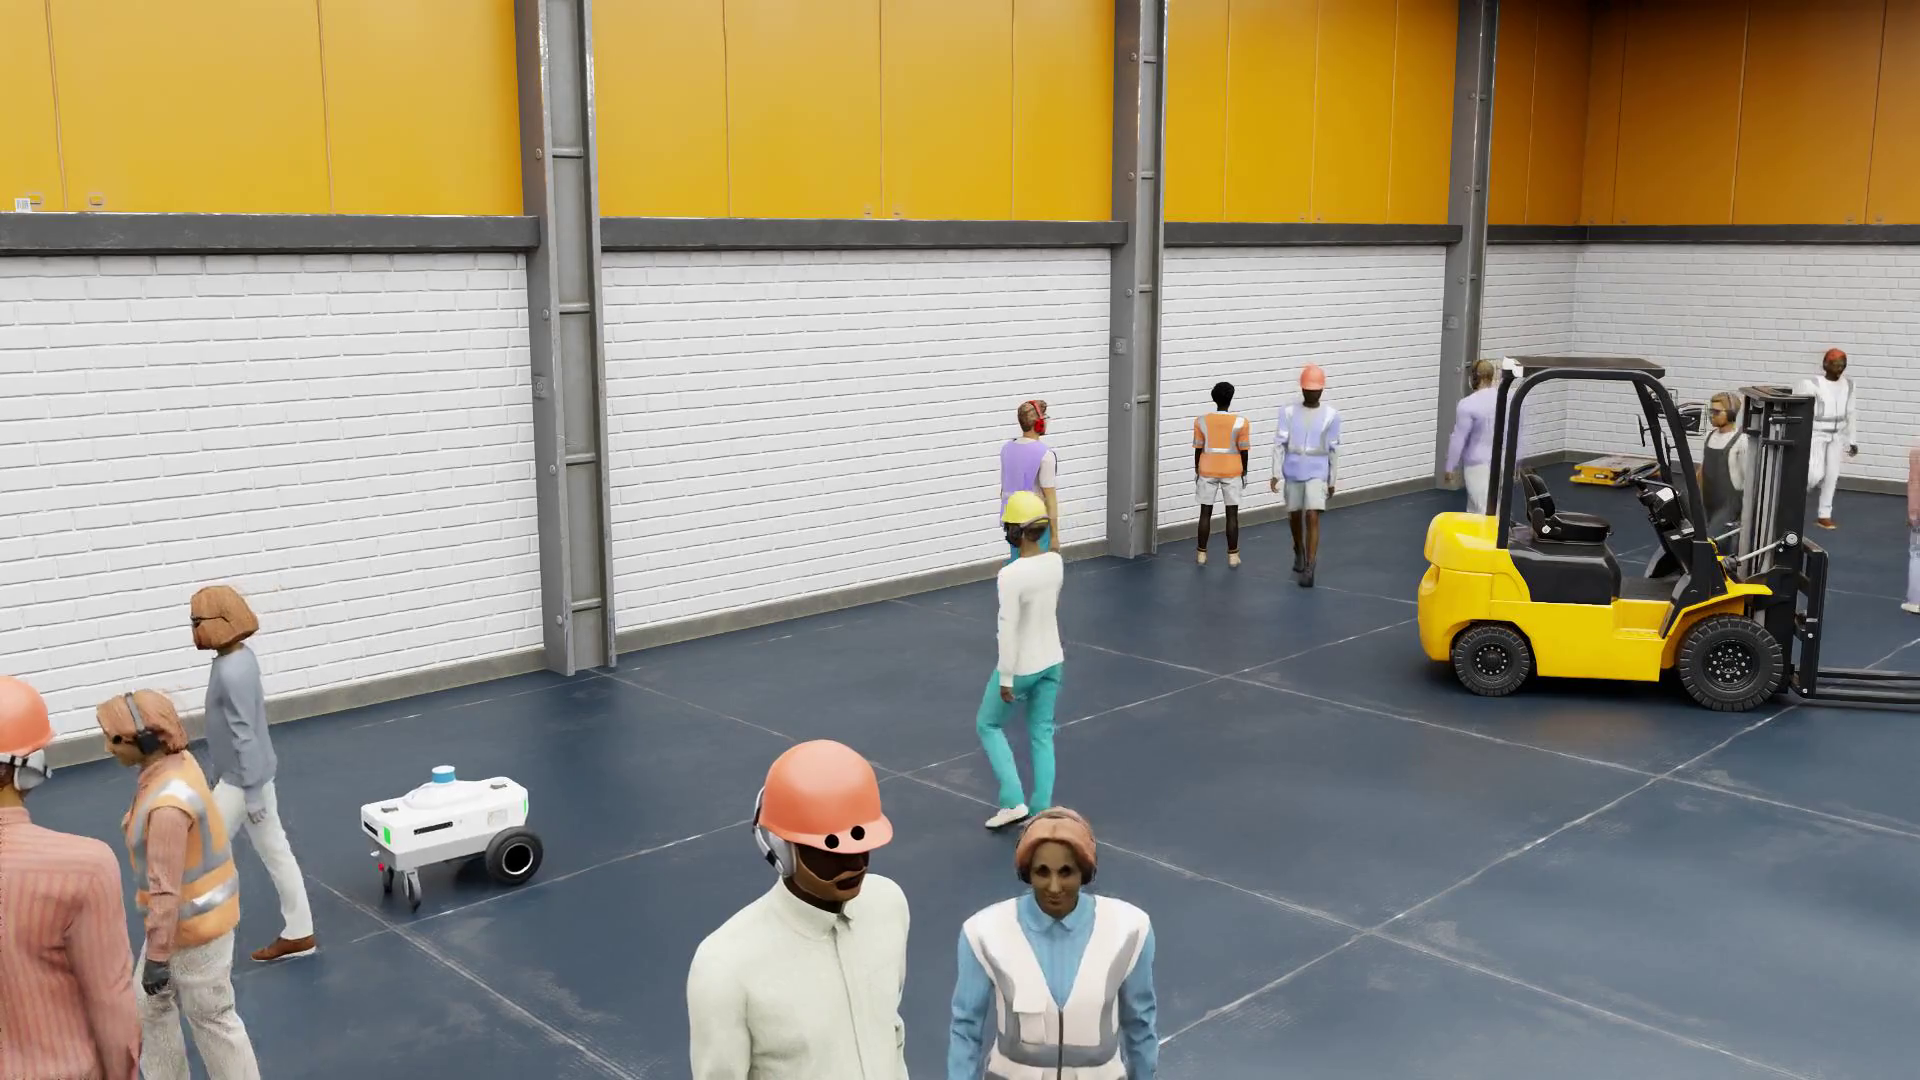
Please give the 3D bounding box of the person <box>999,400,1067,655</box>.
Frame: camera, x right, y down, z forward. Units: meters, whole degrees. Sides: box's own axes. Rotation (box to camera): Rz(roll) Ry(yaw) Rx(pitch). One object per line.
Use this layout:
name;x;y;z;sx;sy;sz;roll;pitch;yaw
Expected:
person;0.495;-0.079;11.893;0.390;1.850;0.564;-8;13;-37

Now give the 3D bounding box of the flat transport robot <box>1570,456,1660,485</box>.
flat transport robot;8.075;-0.853;20.425;0.652;0.197;1.431;9;13;39

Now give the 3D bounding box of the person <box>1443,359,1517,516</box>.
person;4.619;-0.680;15.027;0.657;1.897;0.944;-6;12;-30

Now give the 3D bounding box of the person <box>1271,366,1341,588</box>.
person;3.030;-0.587;14.560;0.555;1.896;0.942;4;11;18

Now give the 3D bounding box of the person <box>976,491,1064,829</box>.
person;0.300;0.620;8.368;0.432;1.751;0.528;10;14;43

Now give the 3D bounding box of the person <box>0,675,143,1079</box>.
person;-2.254;1.300;4.003;0.606;1.990;0.395;1;10;3

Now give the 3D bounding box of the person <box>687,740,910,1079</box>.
person;-0.297;1.381;3.540;0.396;1.992;0.623;8;13;38

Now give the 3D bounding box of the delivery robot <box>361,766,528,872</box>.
delivery robot;-2.382;1.291;7.704;0.707;0.478;0.477;-8;13;-37

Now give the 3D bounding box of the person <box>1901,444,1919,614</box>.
person;7.671;-0.224;12.986;0.527;1.742;0.725;2;11;10

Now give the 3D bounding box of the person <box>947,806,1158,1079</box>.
person;0.235;1.466;4.122;0.535;1.607;0.743;0;10;0

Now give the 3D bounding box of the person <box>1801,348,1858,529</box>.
person;8.881;-1.051;17.143;0.603;1.868;0.491;-2;11;-8

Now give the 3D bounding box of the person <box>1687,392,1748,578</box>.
person;5.744;-0.228;12.783;0.777;1.814;0.523;-2;11;-9

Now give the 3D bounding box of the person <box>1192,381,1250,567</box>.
person;2.379;-0.599;15.178;0.532;1.691;0.321;4;11;19

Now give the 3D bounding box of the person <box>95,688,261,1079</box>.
person;-2.540;1.244;5.307;0.613;1.609;0.546;-5;12;-26

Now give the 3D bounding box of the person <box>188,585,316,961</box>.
person;-3.037;0.983;6.746;0.758;1.602;0.532;-4;11;-20

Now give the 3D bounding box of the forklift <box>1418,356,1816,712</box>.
forklift;4.276;-0.101;11.076;2.313;2.155;1.214;2;11;13
